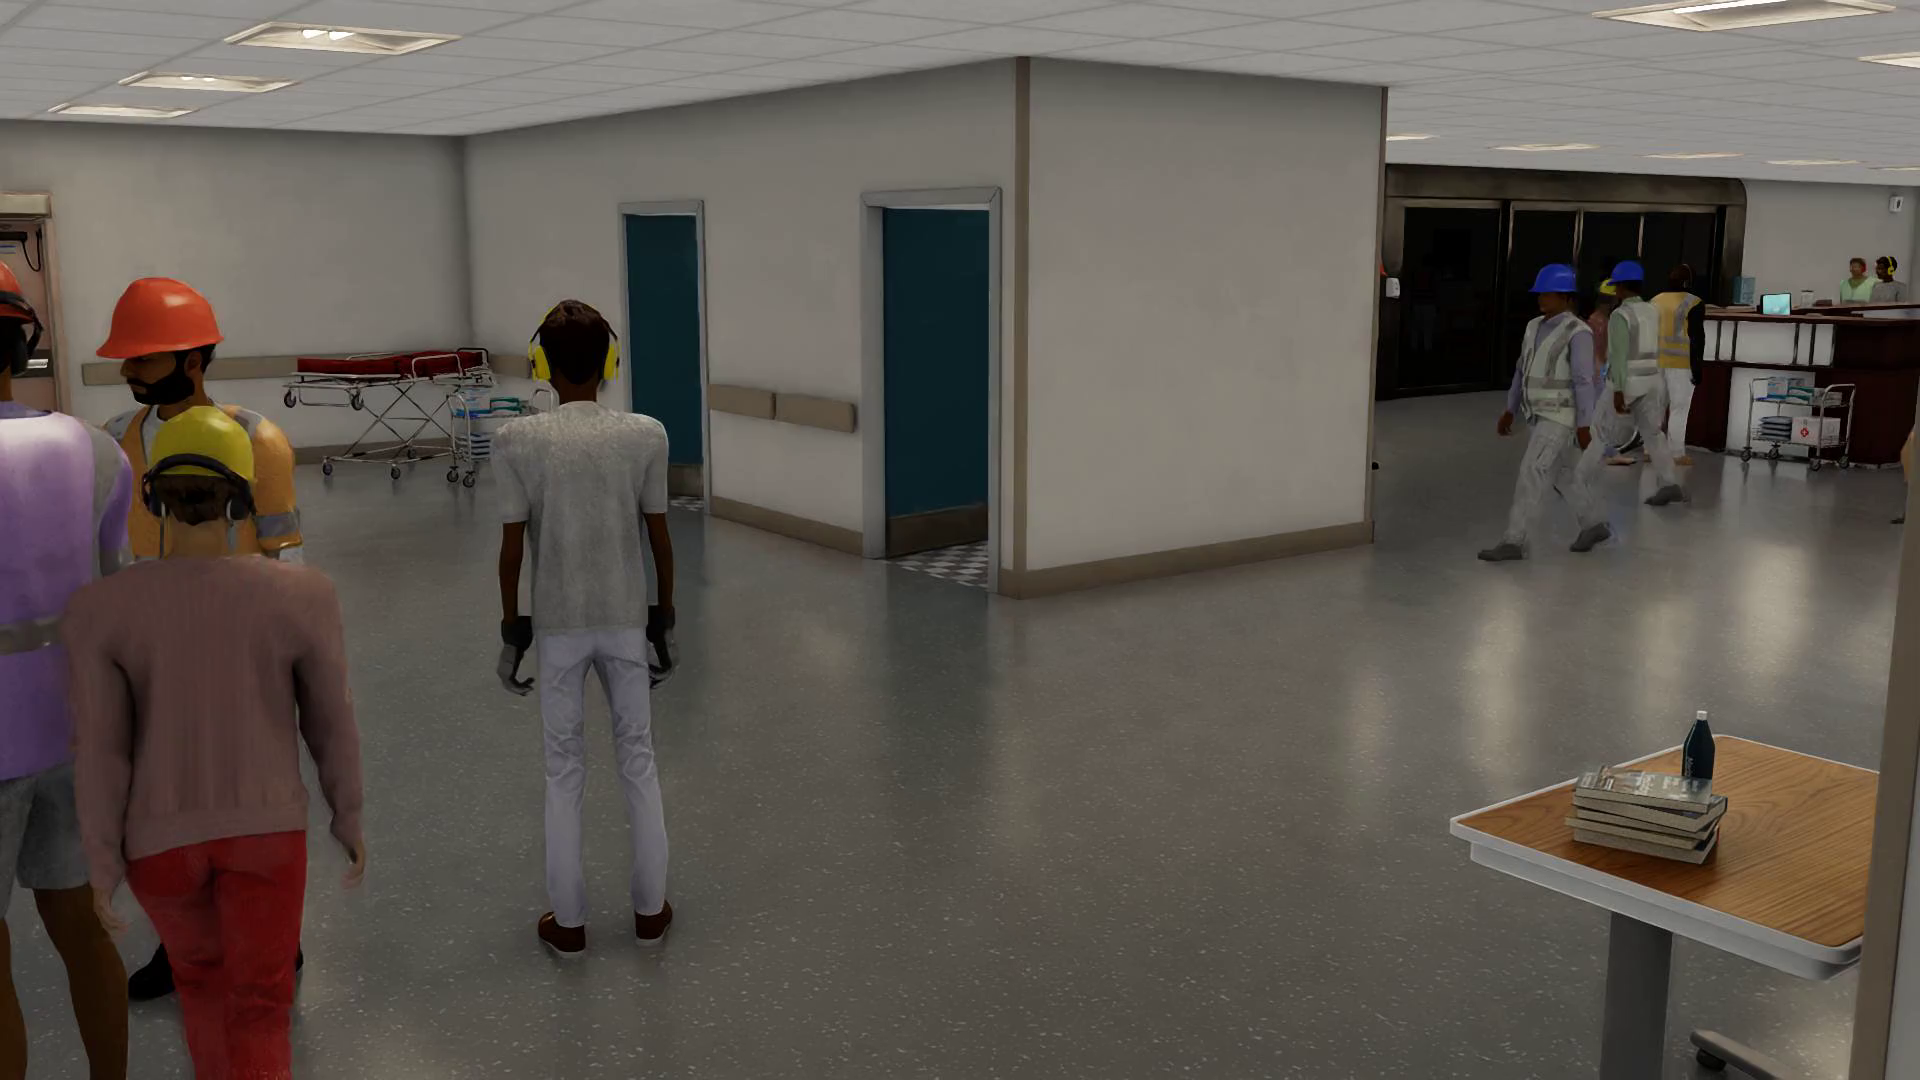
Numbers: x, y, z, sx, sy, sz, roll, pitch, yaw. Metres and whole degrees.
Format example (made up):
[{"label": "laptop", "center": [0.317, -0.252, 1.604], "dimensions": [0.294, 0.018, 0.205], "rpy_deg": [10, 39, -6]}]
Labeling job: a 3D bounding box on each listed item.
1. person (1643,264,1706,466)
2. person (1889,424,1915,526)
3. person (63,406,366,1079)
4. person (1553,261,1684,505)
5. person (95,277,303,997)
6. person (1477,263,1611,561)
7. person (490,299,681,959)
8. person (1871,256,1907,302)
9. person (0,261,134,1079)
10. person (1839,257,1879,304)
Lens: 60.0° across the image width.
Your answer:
[{"label": "person", "center": [6.535, -1.591, 15.199], "dimensions": [0.430, 1.835, 0.619], "rpy_deg": [-4, 11, -22]}, {"label": "person", "center": [6.827, -0.914, 11.646], "dimensions": [0.550, 1.730, 0.601], "rpy_deg": [1, 10, 3]}, {"label": "person", "center": [-1.461, 0.600, 3.300], "dimensions": [0.530, 1.704, 0.910], "rpy_deg": [-4, 11, -19]}, {"label": "person", "center": [5.241, -1.222, 12.972], "dimensions": [0.601, 1.894, 1.034], "rpy_deg": [-7, 12, -33]}, {"label": "person", "center": [-2.014, 0.282, 4.400], "dimensions": [0.549, 1.934, 0.374], "rpy_deg": [2, 10, 9]}, {"label": "person", "center": [3.841, -0.815, 10.679], "dimensions": [1.001, 1.911, 0.598], "rpy_deg": [-2, 10, -9]}, {"label": "person", "center": [-1.054, 0.258, 4.727], "dimensions": [0.511, 1.869, 0.329], "rpy_deg": [-3, 11, -19]}, {"label": "person", "center": [11.393, -2.561, 20.532], "dimensions": [0.319, 1.863, 0.532], "rpy_deg": [-3, 11, -18]}, {"label": "person", "center": [-1.988, 0.408, 3.451], "dimensions": [0.409, 2.028, 0.619], "rpy_deg": [4, 11, 19]}, {"label": "person", "center": [13.197, -3.238, 24.430], "dimensions": [0.781, 1.824, 0.572], "rpy_deg": [-7, 13, -36]}]
